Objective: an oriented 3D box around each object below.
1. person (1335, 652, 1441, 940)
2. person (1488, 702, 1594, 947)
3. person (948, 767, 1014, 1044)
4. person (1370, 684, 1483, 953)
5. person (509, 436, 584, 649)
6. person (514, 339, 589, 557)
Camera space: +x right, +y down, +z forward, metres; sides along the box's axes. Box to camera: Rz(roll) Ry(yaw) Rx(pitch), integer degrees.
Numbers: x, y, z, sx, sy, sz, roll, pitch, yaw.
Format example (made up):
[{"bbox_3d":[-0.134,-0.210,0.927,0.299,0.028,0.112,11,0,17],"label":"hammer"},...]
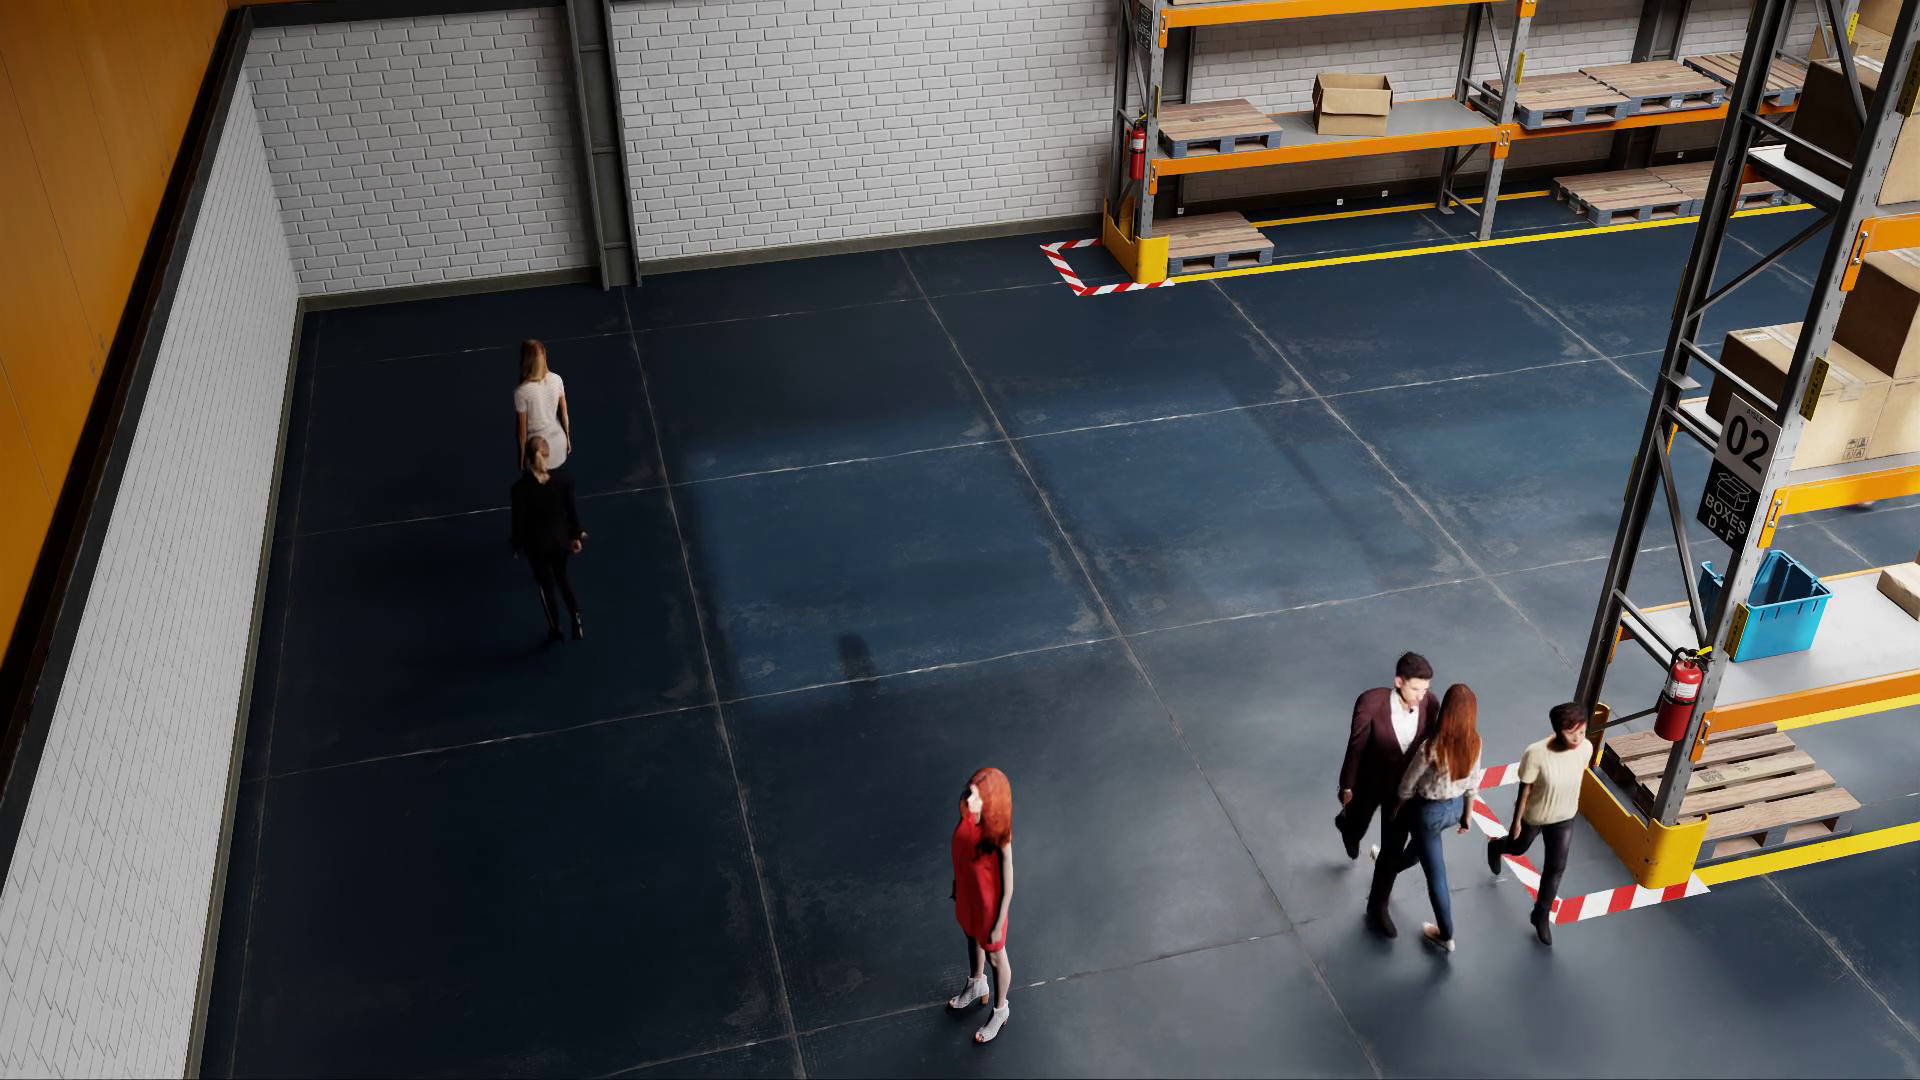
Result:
[{"bbox_3d":[2.430,1.363,9.654,1.122,1.837,0.905,-2,34,-3],"label":"person"},{"bbox_3d":[3.339,1.547,9.629,0.933,1.558,0.718,-5,34,-7],"label":"person"},{"bbox_3d":[0.128,1.916,8.833,0.593,1.825,0.639,-18,38,-25],"label":"person"},{"bbox_3d":[2.746,1.612,9.414,1.049,1.687,0.745,-13,36,-19],"label":"person"},{"bbox_3d":[-2.858,0.078,11.717,0.743,1.693,0.825,-24,40,-31],"label":"person"},{"bbox_3d":[-3.121,-0.662,12.720,0.977,1.816,0.965,24,40,31],"label":"person"}]
